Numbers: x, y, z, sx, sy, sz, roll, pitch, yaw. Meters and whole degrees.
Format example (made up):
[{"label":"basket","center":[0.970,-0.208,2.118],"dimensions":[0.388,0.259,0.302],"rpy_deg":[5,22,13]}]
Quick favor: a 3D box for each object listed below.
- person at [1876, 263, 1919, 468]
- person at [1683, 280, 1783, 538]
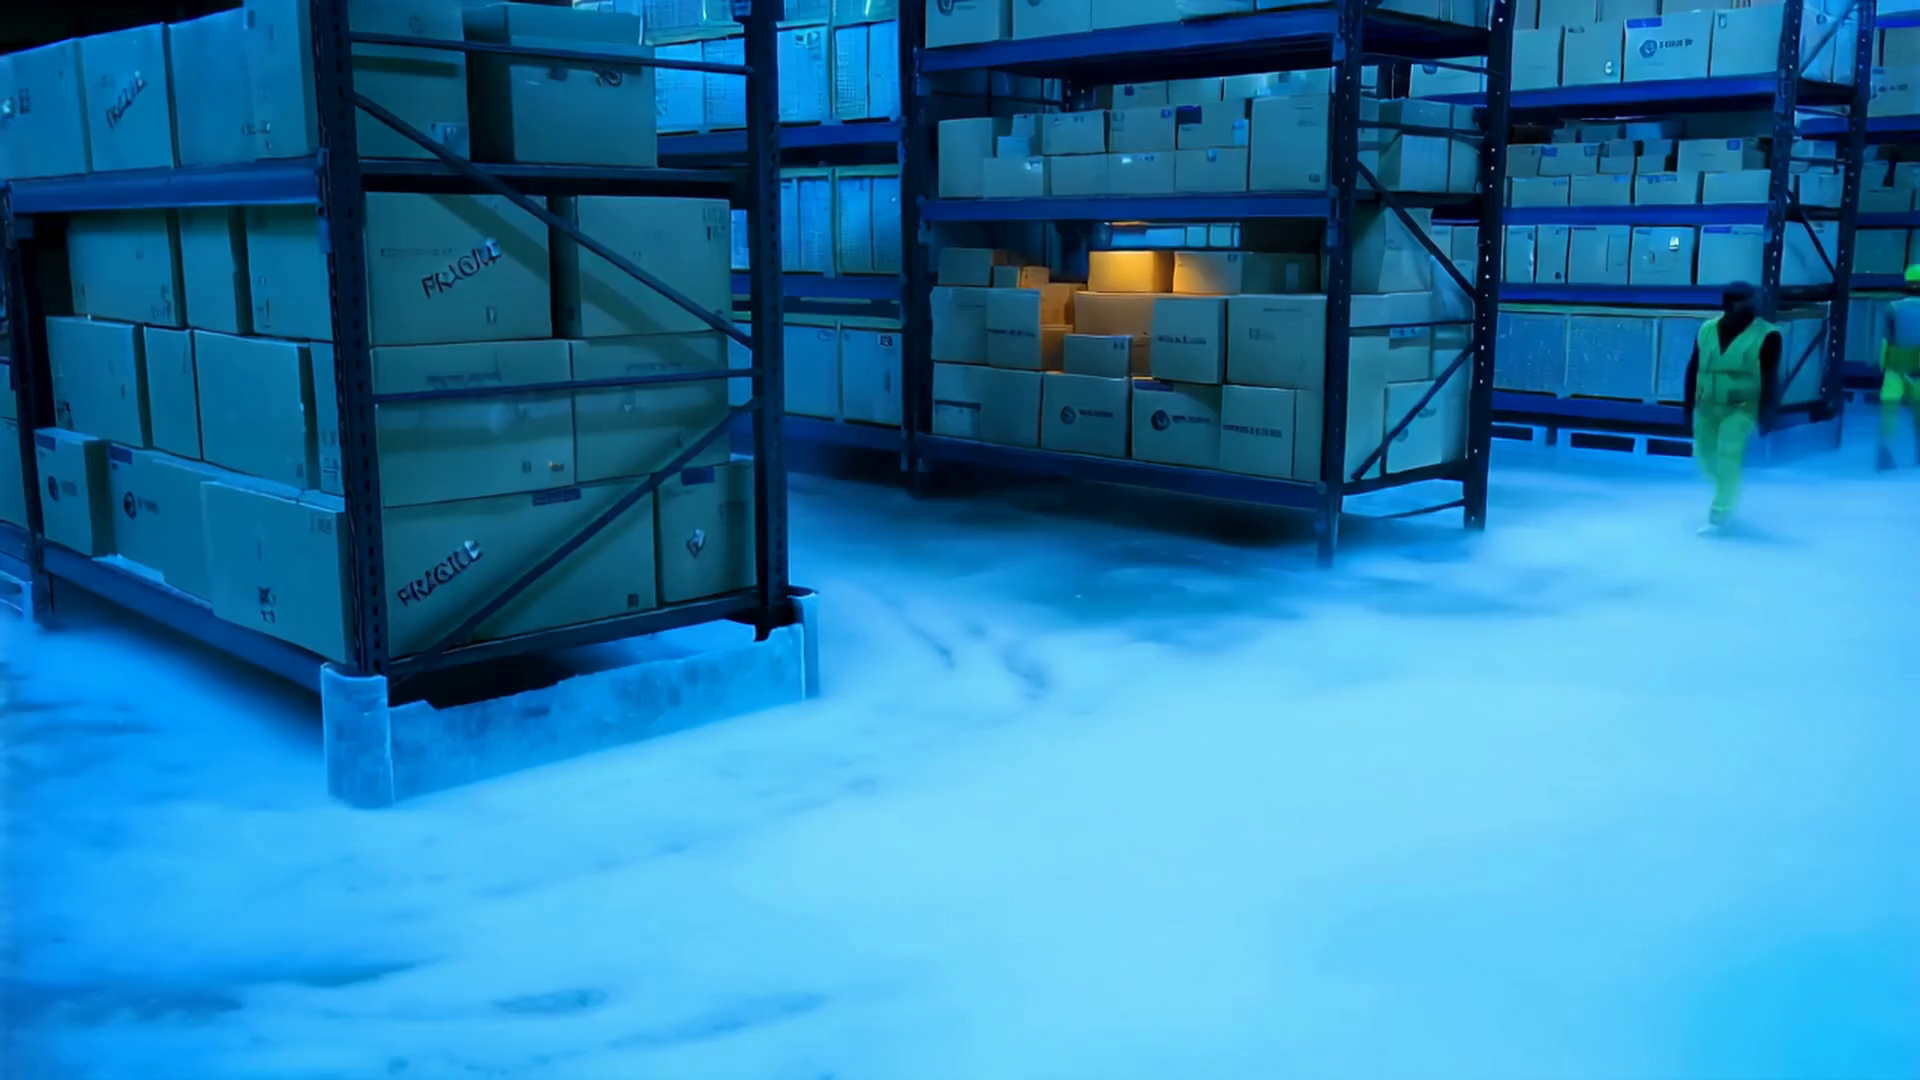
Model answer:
[{"label":"person","center":[8.730,-1.601,15.321],"dimensions":[1.014,1.880,0.559],"rpy_deg":[-9,14,-41]},{"label":"person","center":[5.508,-0.942,11.872],"dimensions":[0.697,1.827,0.636],"rpy_deg":[-7,13,-35]}]
